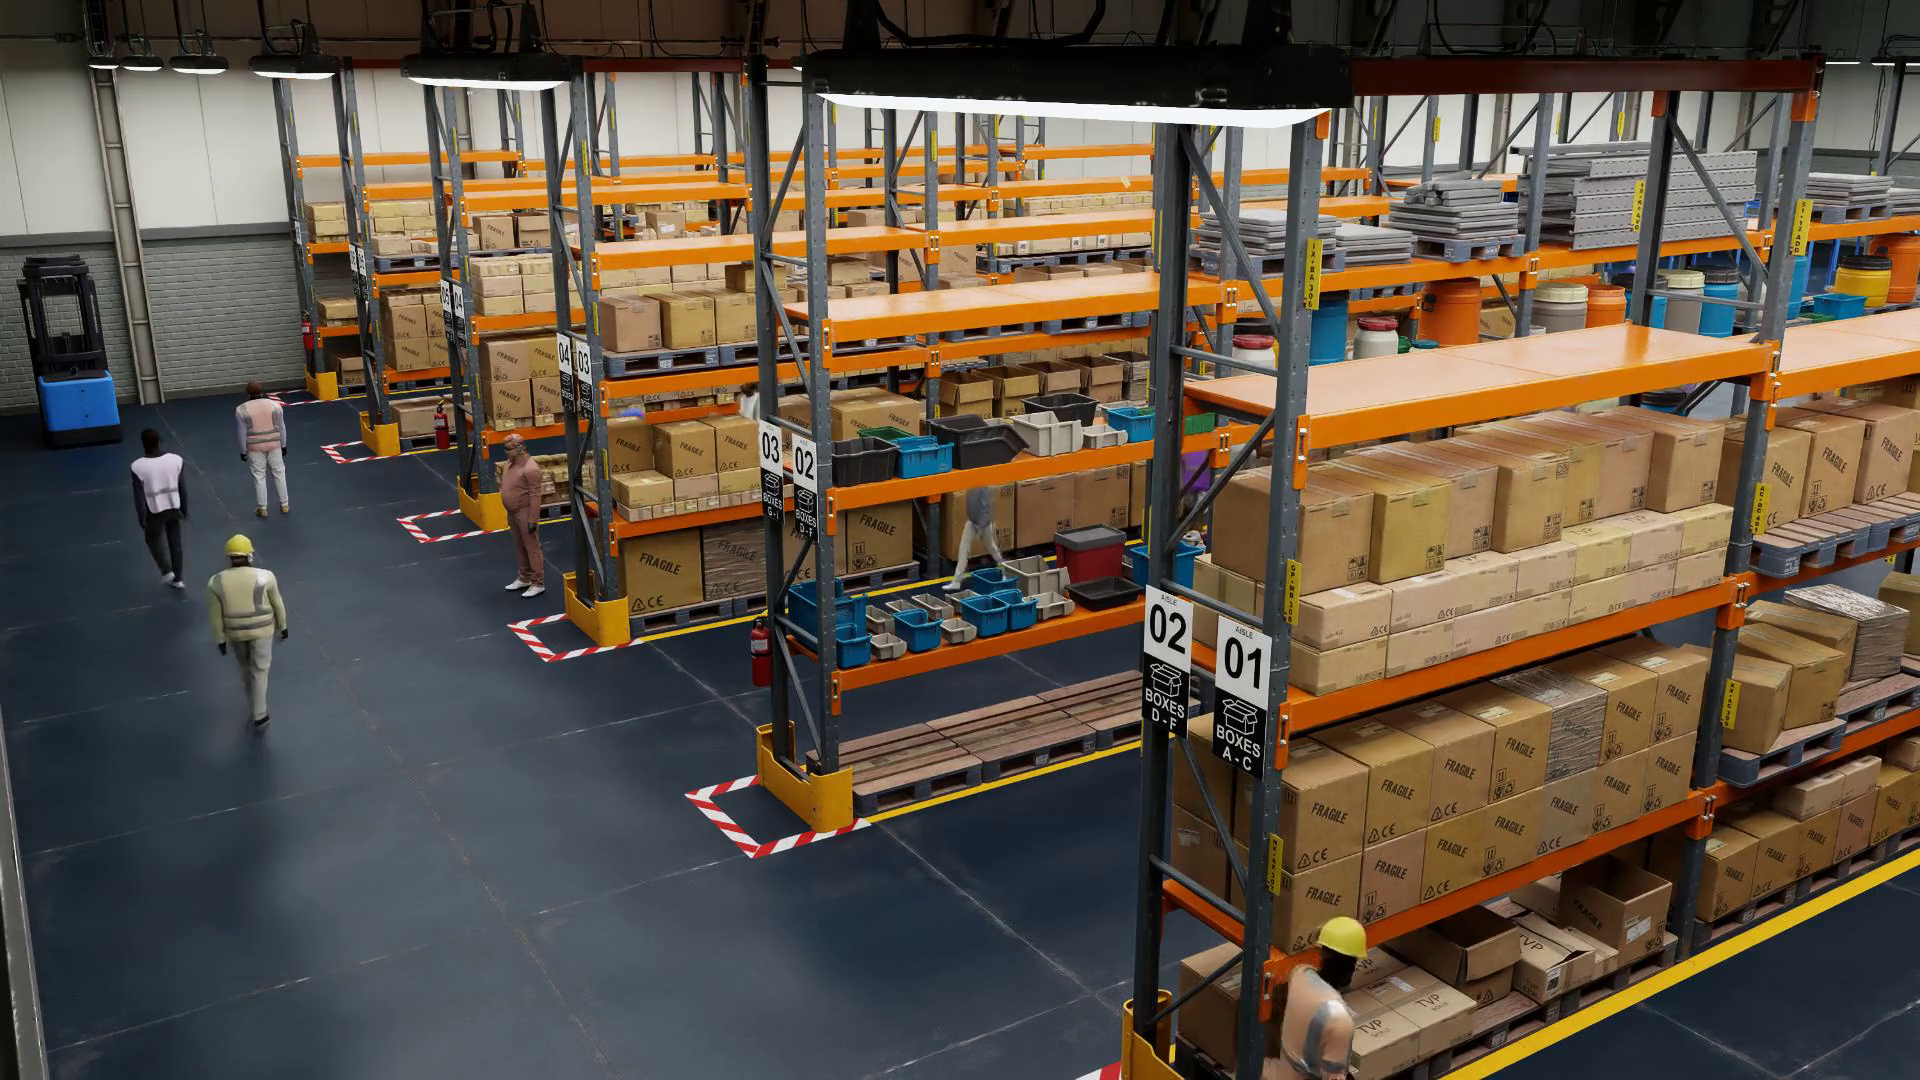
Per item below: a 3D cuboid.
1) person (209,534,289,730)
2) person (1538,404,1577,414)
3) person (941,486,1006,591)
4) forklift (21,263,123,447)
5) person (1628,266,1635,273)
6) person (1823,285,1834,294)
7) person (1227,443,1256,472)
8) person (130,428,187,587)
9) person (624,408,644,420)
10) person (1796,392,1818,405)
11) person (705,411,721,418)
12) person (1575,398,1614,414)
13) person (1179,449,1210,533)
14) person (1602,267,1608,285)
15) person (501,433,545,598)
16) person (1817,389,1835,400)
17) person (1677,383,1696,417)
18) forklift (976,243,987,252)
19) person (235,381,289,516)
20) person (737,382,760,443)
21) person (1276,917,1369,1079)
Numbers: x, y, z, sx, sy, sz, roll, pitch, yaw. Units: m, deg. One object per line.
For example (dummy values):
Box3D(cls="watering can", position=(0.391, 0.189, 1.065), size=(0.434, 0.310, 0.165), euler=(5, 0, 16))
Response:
Box3D(cls="person", position=(-6.585, 0.806, 14.722), size=(0.590, 1.790, 0.887), euler=(-2, 17, -7))
Box3D(cls="person", position=(8.795, -1.783, 23.086), size=(1.043, 1.887, 0.617), euler=(-14, 22, -38))
Box3D(cls="person", position=(0.222, -0.204, 18.401), size=(0.874, 1.579, 0.507), euler=(-11, 20, -33))
Box3D(cls="forklift", position=(-14.518, -3.079, 25.708), size=(1.129, 2.768, 1.873), euler=(-10, 20, -31))
Box3D(cls="person", position=(13.742, -4.693, 32.545), size=(0.607, 1.927, 0.503), euler=(-6, 18, -20))
Box3D(cls="person", position=(17.443, -4.308, 31.779), size=(0.549, 1.621, 0.572), euler=(-2, 17, -6))
Box3D(cls="person", position=(3.410, -0.560, 19.081), size=(0.319, 1.870, 0.521), euler=(-9, 19, -27))
Box3D(cls="person", position=(-9.295, -0.363, 18.391), size=(0.447, 1.904, 0.590), euler=(16, 23, 42))
Box3D(cls="person", position=(-4.086, -0.694, 19.532), size=(1.021, 1.874, 0.658), euler=(5, 18, 17))
Box3D(cls="person", position=(12.591, -1.924, 23.562), size=(0.309, 1.864, 0.534), euler=(3, 17, 8))
Box3D(cls="person", position=(-3.170, -0.874, 20.515), size=(0.278, 1.632, 0.504), euler=(-8, 19, -24))
Box3D(cls="person", position=(8.612, -1.421, 21.742), size=(0.877, 1.958, 0.642), euler=(-10, 19, -29))
Box3D(cls="person", position=(2.992, -0.706, 19.500), size=(0.555, 1.933, 0.585), euler=(11, 20, 31))
Box3D(cls="person", position=(14.483, -5.644, 35.832), size=(0.490, 1.821, 0.640), euler=(5, 18, 16))
Box3D(cls="person", position=(-5.053, -0.296, 18.163), size=(0.409, 1.904, 0.639), euler=(-15, 22, -40))
Box3D(cls="person", position=(13.878, -2.304, 24.847), size=(1.060, 1.847, 0.629), euler=(-6, 18, -20))
Box3D(cls="person", position=(10.784, -2.005, 23.724), size=(0.592, 1.926, 0.366), euler=(-11, 20, -32))
Box3D(cls="forklift", position=(0.988, -5.474, 34.718), size=(1.214, 2.155, 2.313), euler=(-10, 20, -31))
Box3D(cls="person", position=(-9.448, -1.247, 21.395), size=(0.619, 1.838, 0.430), euler=(-12, 21, -34))
Box3D(cls="person", position=(-2.793, -1.433, 21.950), size=(0.613, 1.860, 0.604), euler=(14, 22, 38))
Box3D(cls="person", position=(1.876, 2.811, 8.057), size=(0.941, 1.849, 0.619), euler=(-5, 18, -15))
